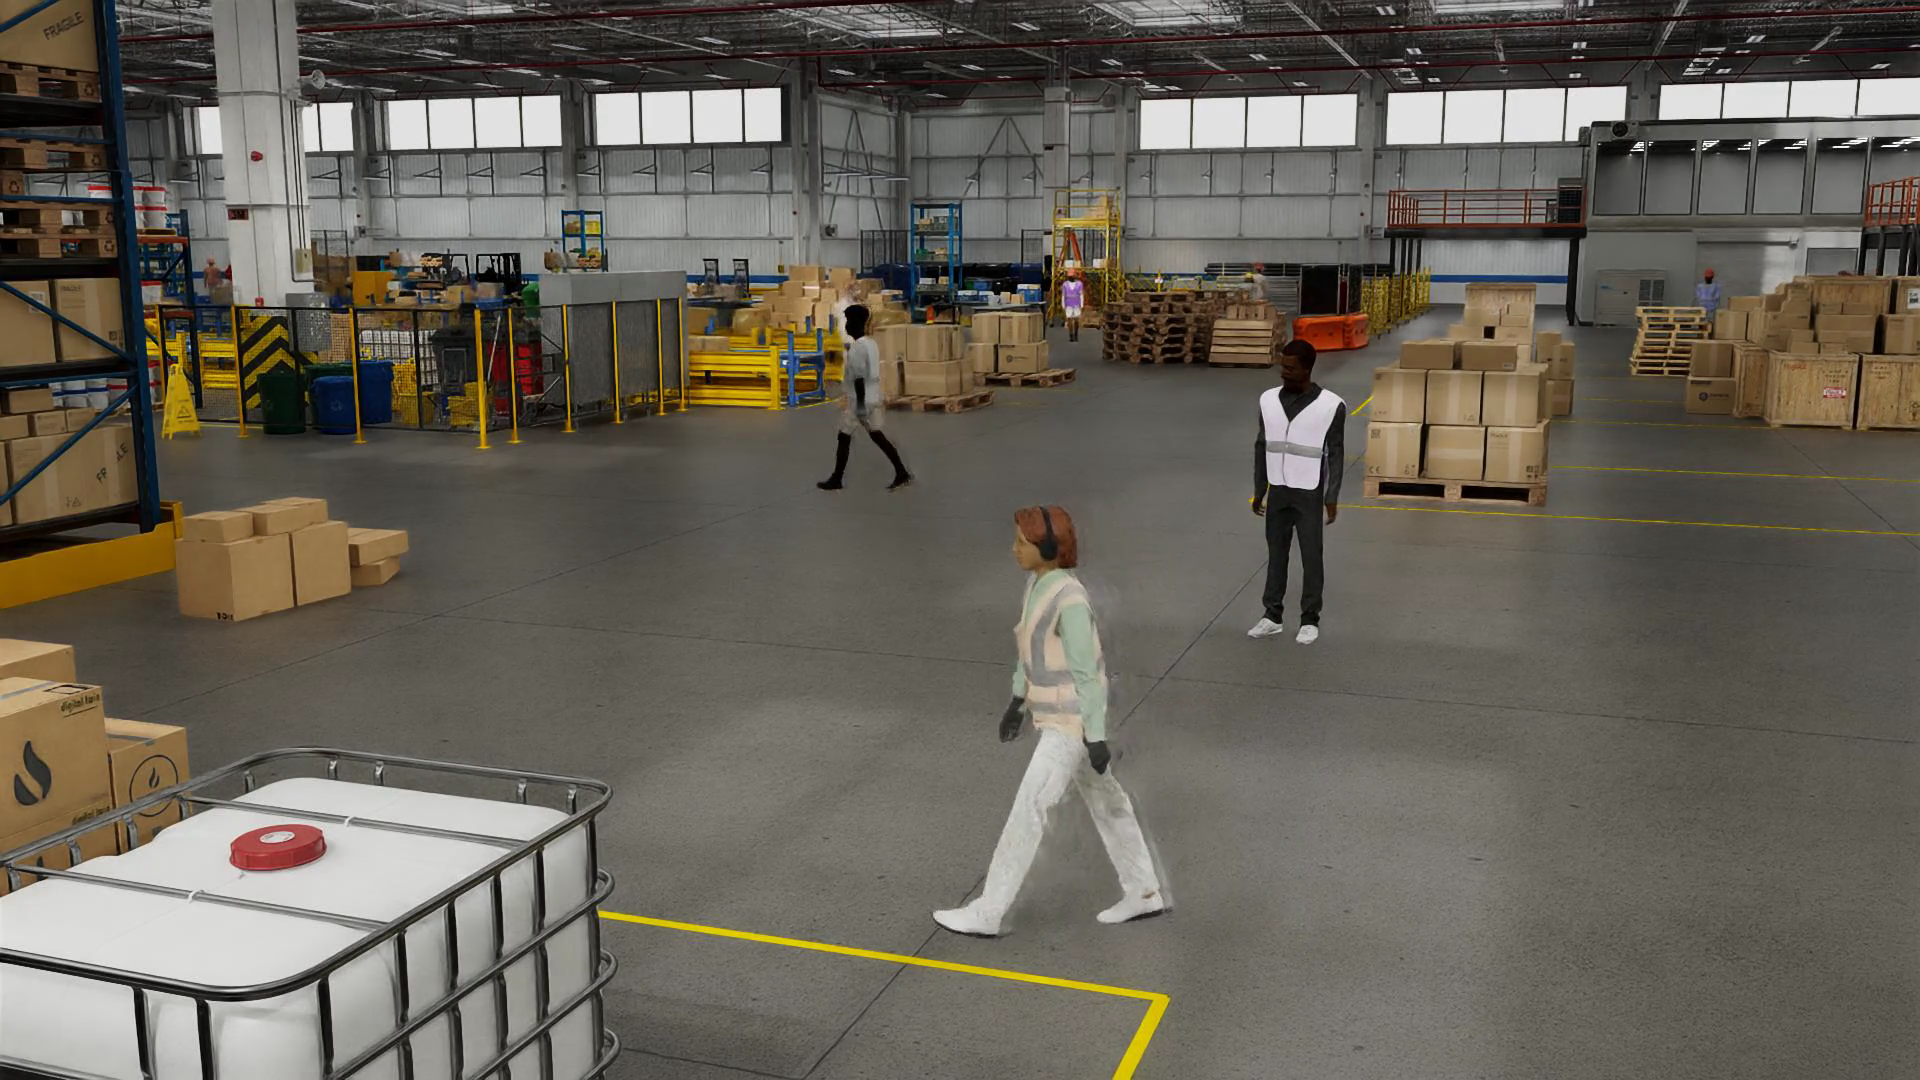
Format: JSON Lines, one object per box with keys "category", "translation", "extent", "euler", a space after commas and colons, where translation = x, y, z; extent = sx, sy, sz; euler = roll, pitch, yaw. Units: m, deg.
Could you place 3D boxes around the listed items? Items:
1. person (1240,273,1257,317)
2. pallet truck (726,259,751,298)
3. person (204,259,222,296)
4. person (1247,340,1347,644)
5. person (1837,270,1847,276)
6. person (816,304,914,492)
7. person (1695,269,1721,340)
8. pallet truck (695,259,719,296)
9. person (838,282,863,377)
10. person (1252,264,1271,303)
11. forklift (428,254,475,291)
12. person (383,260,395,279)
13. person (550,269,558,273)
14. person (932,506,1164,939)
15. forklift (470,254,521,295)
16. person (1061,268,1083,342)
{"category": "person", "translation": [8.150, -6.731, 47.263], "extent": [0.494, 1.721, 0.656], "euler": [5, 11, 24]}
{"category": "pallet truck", "translation": [-7.986, -9.493, 62.019], "extent": [0.823, 1.965, 1.885], "euler": [3, 11, 17]}
{"category": "person", "translation": [-29.368, -10.065, 65.368], "extent": [0.682, 1.945, 0.845], "euler": [-6, 12, -31]}
{"category": "person", "translation": [2.134, -0.307, 10.525], "extent": [0.587, 1.914, 0.392], "euler": [8, 13, 36]}
{"category": "person", "translation": [21.706, -5.716, 41.105], "extent": [0.529, 1.865, 0.615], "euler": [1, 10, 4]}
{"category": "person", "translation": [-0.950, -1.423, 16.816], "extent": [1.008, 1.930, 0.613], "euler": [3, 11, 19]}
{"category": "person", "translation": [17.914, -5.534, 39.902], "extent": [0.552, 1.932, 0.377], "euler": [7, 13, 36]}
{"category": "pallet truck", "translation": [-9.165, -9.627, 62.776], "extent": [0.823, 1.965, 1.885], "euler": [4, 11, 23]}
{"category": "person", "translation": [-1.743, -3.357, 27.752], "extent": [0.462, 1.890, 0.679], "euler": [5, 11, 27]}
{"category": "person", "translation": [8.773, -7.066, 48.488], "extent": [0.626, 1.946, 0.962], "euler": [9, 14, 42]}
{"category": "forklift", "translation": [-20.133, -10.254, 65.465], "extent": [1.157, 1.987, 2.680], "euler": [3, 11, 19]}
{"category": "person", "translation": [-19.560, -8.571, 56.842], "extent": [1.050, 1.984, 0.617], "euler": [2, 10, 10]}
{"category": "person", "translation": [-14.208, -8.814, 59.009], "extent": [0.905, 1.707, 0.574], "euler": [-5, 11, -25]}
{"category": "person", "translation": [0.356, 0.659, 5.996], "extent": [0.887, 1.583, 0.501], "euler": [-1, 10, -7]}
{"category": "forklift", "translation": [-17.990, -10.121, 64.684], "extent": [1.157, 1.987, 2.680], "euler": [3, 11, 17]}
{"category": "person", "translation": [2.887, -6.045, 42.861], "extent": [0.562, 1.903, 0.803], "euler": [1, 10, 8]}
